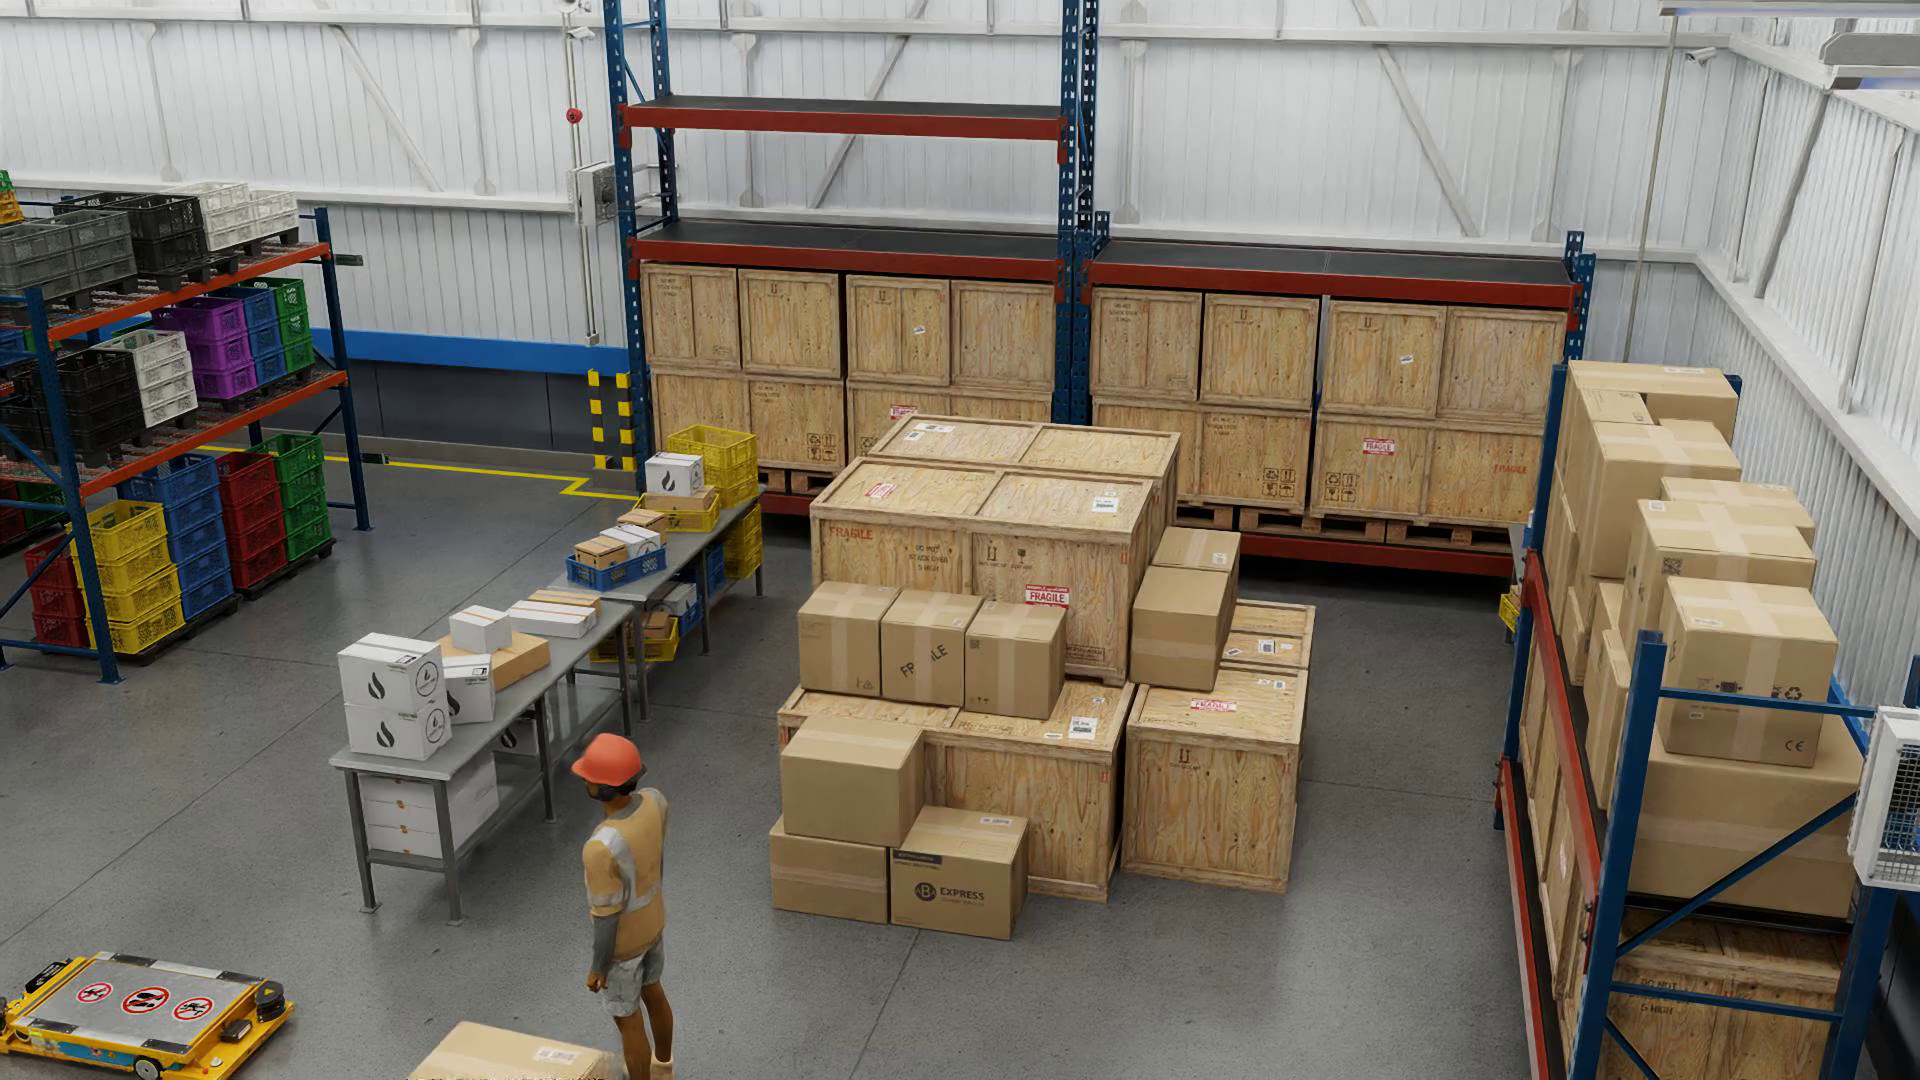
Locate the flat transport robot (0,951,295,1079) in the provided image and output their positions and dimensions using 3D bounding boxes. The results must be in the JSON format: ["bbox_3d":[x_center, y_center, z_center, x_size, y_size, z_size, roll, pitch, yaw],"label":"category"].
[{"bbox_3d":[-4.270,2.464,8.601,1.431,0.231,0.659,5,22,13],"label":"flat transport robot"}]

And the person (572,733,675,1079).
[{"bbox_3d":[-1.572,1.823,7.788,0.365,2.048,0.607,6,22,15],"label":"person"}]
